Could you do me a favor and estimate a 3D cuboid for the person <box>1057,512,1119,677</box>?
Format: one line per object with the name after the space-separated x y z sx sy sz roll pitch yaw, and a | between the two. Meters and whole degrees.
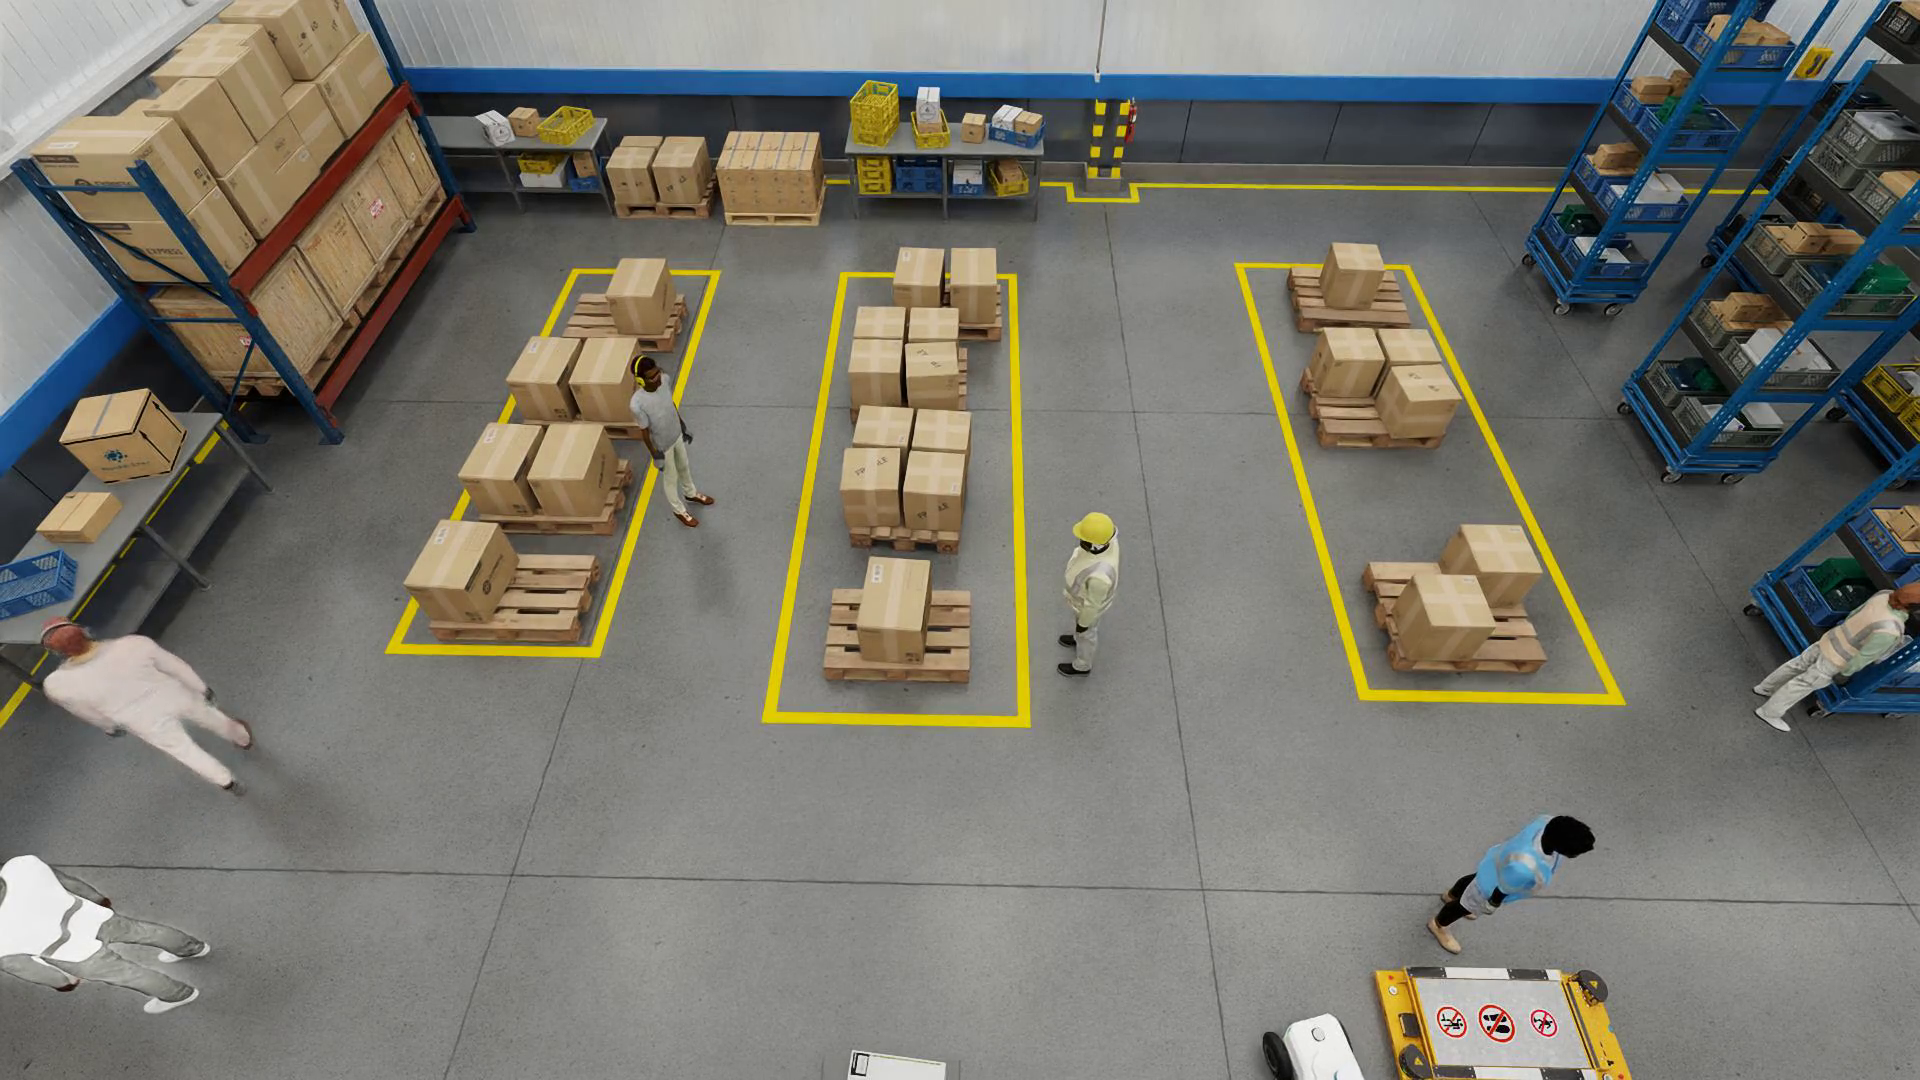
0.992 0.426 7.129 0.403 1.825 0.587 7 51 5 | person

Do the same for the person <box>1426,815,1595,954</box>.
3.452 2.143 5.810 0.319 1.692 0.533 37 60 26 | person

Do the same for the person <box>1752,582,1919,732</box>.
6.628 0.851 6.897 0.308 1.640 0.510 24 55 18 | person

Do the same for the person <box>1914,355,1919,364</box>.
10.781 -2.501 9.414 0.415 1.984 0.619 6 51 5 | person

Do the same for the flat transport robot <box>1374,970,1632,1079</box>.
3.501 3.133 5.914 1.431 0.197 0.652 1 51 1 | flat transport robot

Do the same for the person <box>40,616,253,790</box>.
-5.756 1.135 6.508 0.436 1.911 0.650 36 59 25 | person

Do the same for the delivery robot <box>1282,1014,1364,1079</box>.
2.256 3.296 5.541 0.477 0.478 0.707 -10 52 -8 | delivery robot

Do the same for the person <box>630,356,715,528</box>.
-2.580 -0.883 8.161 0.328 1.876 0.514 16 53 13 | person

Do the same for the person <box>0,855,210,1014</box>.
-5.285 2.370 5.492 0.390 1.909 0.585 -9 51 -8 | person
